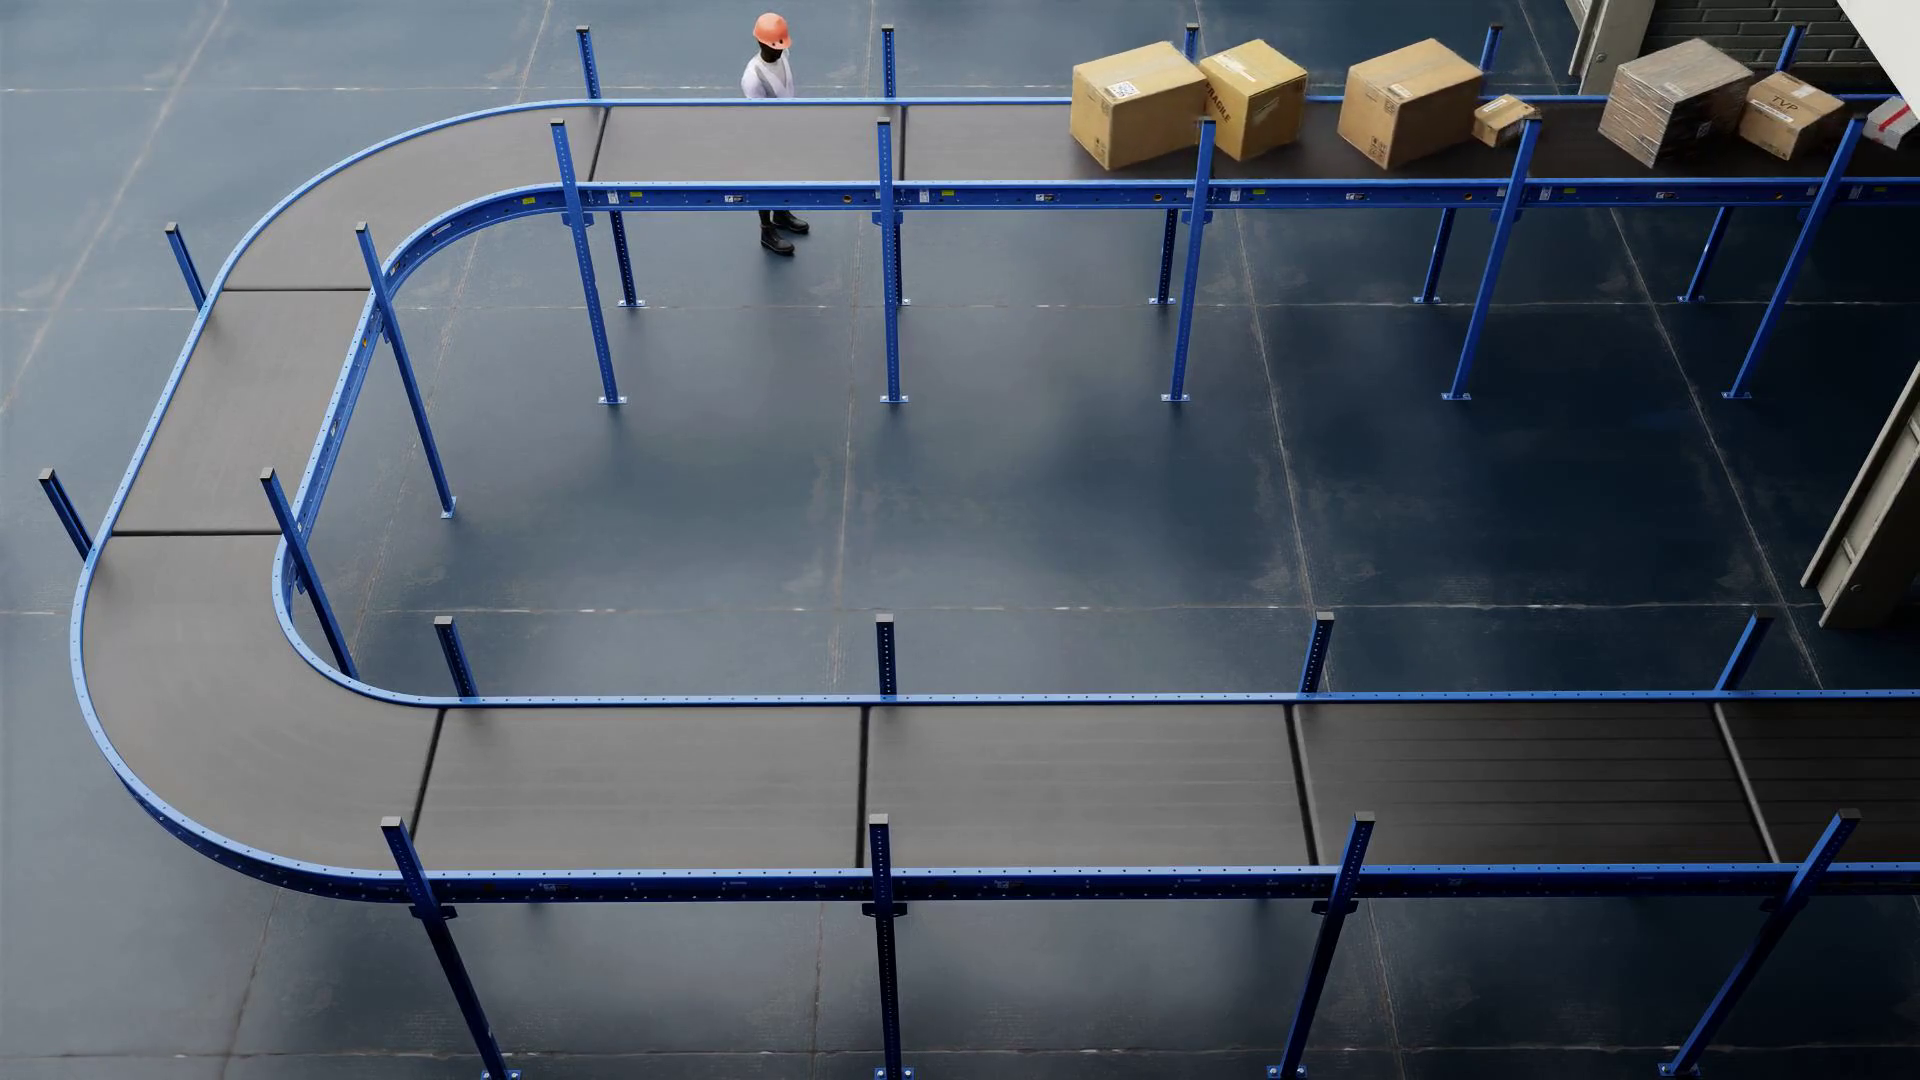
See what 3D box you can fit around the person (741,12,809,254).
[{"bbox_3d":[-1.363,-3.048,12.801,0.376,1.934,0.547,17,49,15],"label":"person"}]
